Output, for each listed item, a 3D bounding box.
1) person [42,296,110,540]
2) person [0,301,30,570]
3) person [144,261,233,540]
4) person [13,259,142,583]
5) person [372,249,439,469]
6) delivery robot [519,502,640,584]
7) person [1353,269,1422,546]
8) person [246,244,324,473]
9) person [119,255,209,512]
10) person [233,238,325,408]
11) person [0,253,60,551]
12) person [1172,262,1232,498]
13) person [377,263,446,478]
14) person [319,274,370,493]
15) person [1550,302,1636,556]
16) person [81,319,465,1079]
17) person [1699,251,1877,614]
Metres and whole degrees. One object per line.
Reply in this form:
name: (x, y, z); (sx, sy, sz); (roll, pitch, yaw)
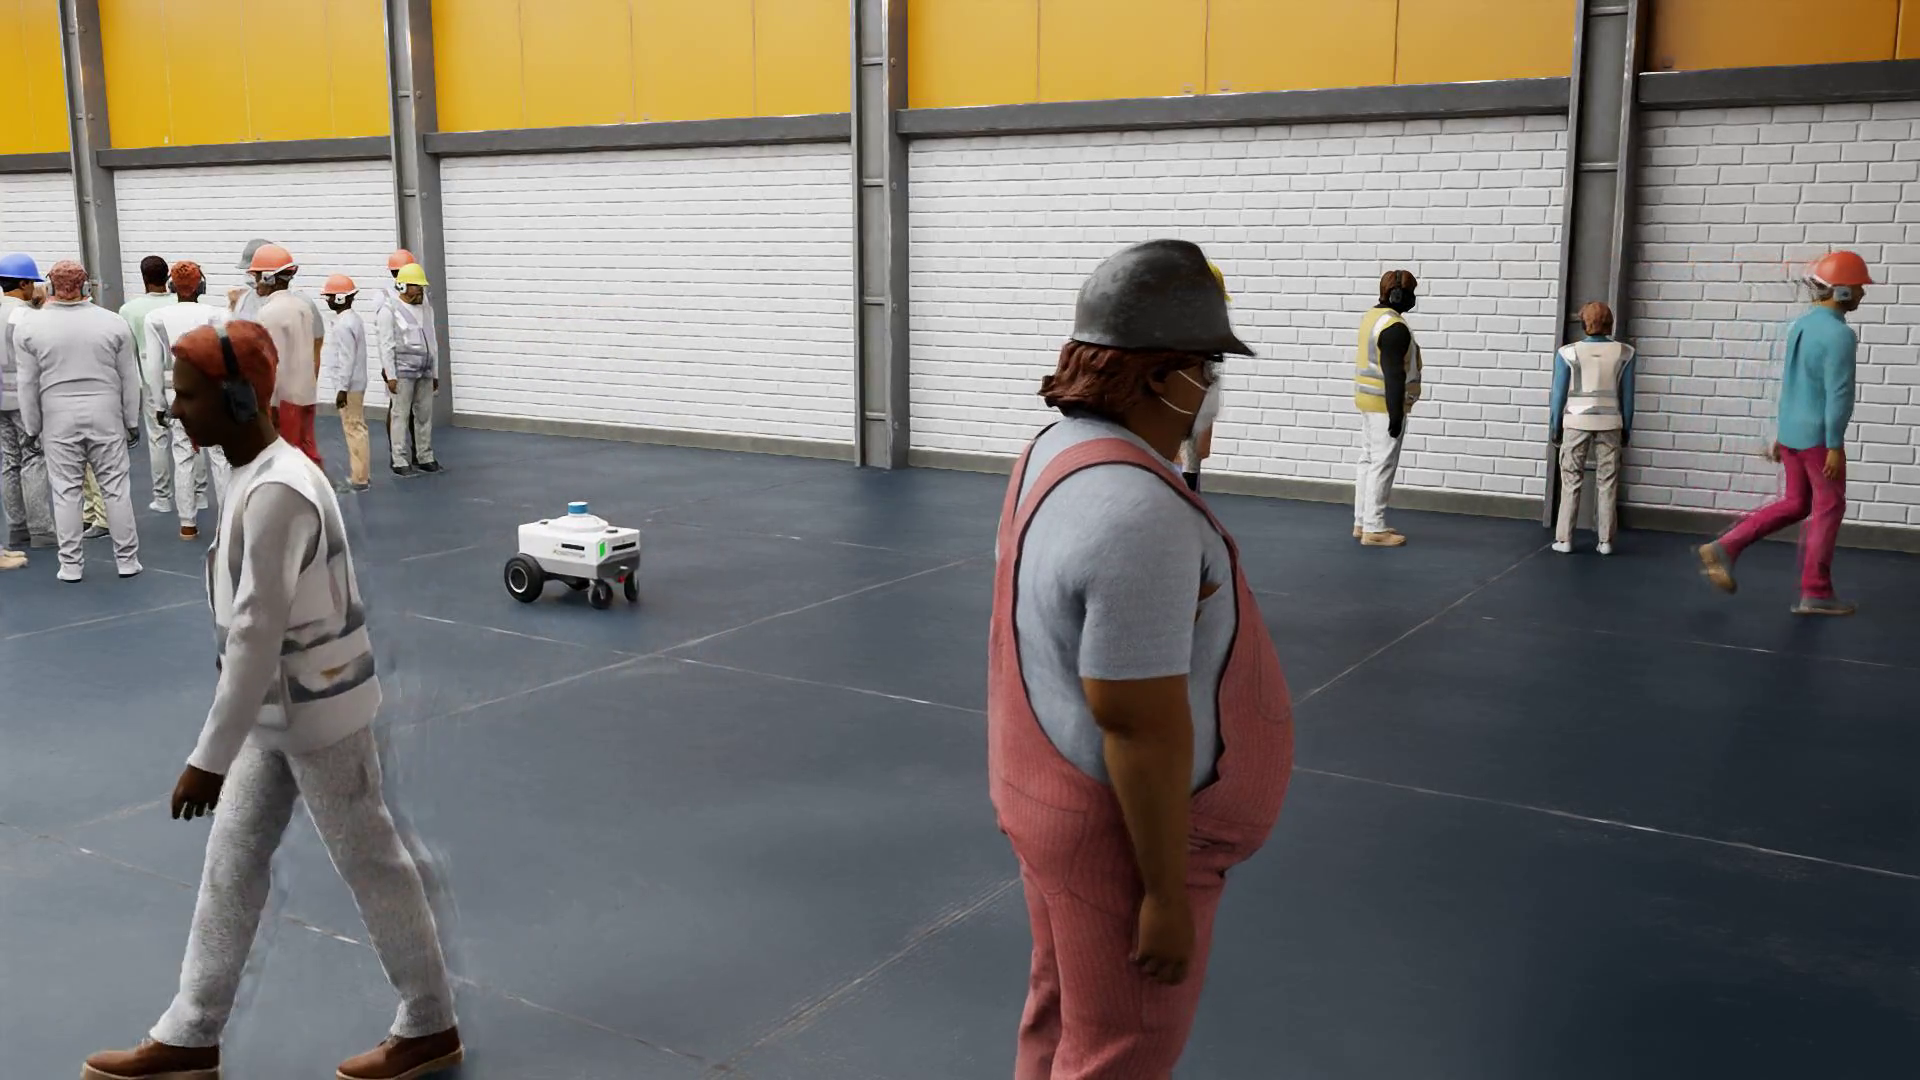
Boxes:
person: (-5.995, -0.883, 11.318); (0.330, 1.750, 0.573); (-9, 13, -40)
person: (-5.983, -0.718, 10.189); (0.357, 1.836, 0.511); (-7, 13, -36)
person: (-5.157, -0.935, 11.252); (0.574, 1.882, 0.356); (-3, 11, -15)
person: (-5.213, -0.700, 9.878); (0.638, 1.910, 0.407); (-6, 12, -29)
person: (-4.903, -1.594, 14.747); (0.355, 1.939, 0.544); (7, 12, 34)
delivery robot: (-2.131, 0.031, 9.316); (0.707, 0.478, 0.477); (7, 12, 33)
person: (2.853, -0.878, 11.096); (0.430, 1.834, 0.630); (0, 10, -1)
person: (-4.400, -0.920, 10.853); (0.396, 1.993, 0.617); (0, 10, 2)
person: (-5.921, -1.158, 12.422); (0.592, 1.915, 0.399); (-8, 13, -37)
person: (-4.790, -1.073, 11.573); (0.681, 2.000, 0.536); (4, 11, 21)
person: (-6.130, -0.899, 10.905); (0.605, 1.939, 0.416); (6, 12, 30)
person: (1.178, -0.465, 8.576); (0.399, 1.914, 0.585); (0, 10, 2)
person: (-4.688, -1.445, 14.254); (0.403, 1.825, 0.595); (6, 12, 29)
person: (-4.950, -1.262, 13.419); (0.324, 1.752, 0.560); (-2, 11, -13)
person: (4.055, -0.708, 10.690); (0.515, 1.634, 0.314); (2, 10, 10)
person: (-1.630, 0.429, 3.819); (0.936, 1.839, 0.578); (-6, 12, -29)
person: (4.517, -0.572, 9.002); (0.723, 1.974, 0.630); (1, 10, 3)
